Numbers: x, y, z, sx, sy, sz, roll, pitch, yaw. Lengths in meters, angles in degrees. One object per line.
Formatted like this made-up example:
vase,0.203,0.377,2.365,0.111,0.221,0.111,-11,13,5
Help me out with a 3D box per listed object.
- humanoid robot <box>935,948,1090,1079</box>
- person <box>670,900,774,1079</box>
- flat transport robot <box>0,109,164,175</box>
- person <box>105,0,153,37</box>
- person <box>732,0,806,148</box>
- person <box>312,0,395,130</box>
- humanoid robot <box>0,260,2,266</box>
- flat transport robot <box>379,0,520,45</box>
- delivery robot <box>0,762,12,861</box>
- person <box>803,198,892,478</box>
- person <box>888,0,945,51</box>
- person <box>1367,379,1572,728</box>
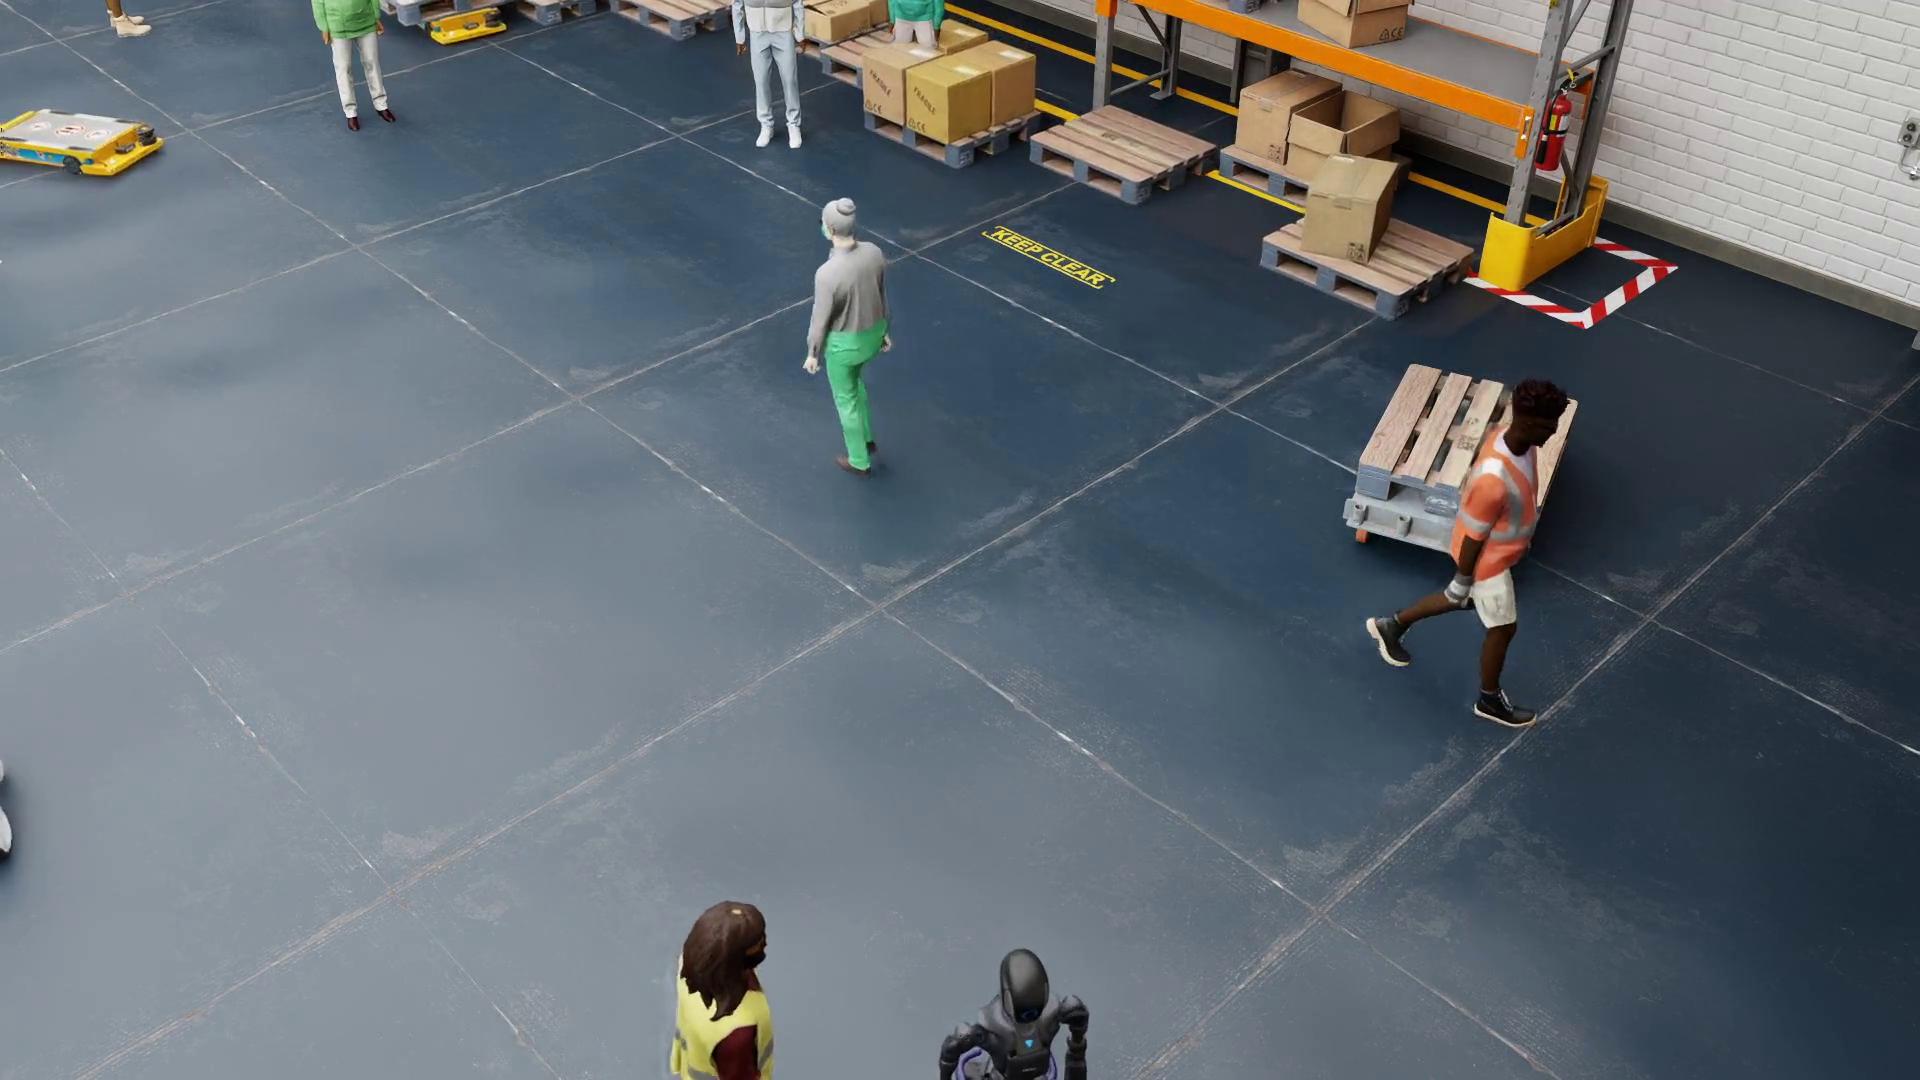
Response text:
humanoid robot,0.129,1.911,5.850,0.609,1.620,0.607,-13,39,-16
person,-0.871,1.900,5.805,0.798,1.742,0.476,-15,40,-19
flat transport robot,-7.515,-3.343,13.959,1.431,0.231,0.659,10,38,13
person,-8.168,-5.835,15.798,0.400,2.032,0.606,-19,41,-23
person,-1.568,-4.189,13.724,0.596,1.908,0.411,0,37,0
person,-5.164,-4.383,14.080,0.551,1.781,0.384,-22,42,-26
humanoid robot,-7.249,-2.551,11.744,0.548,1.822,0.837,-12,39,-15
flat transport robot,-5.114,-5.260,16.497,0.659,0.231,1.431,-25,44,-29
delivery robot,-4.736,1.185,7.740,0.499,0.610,0.804,-12,39,-15
person,-0.687,-1.202,9.824,0.482,1.828,0.541,29,46,33
person,-0.366,-4.434,14.100,0.496,1.843,0.404,10,38,13
person,2.532,0.020,8.142,0.882,1.925,0.589,16,40,20
